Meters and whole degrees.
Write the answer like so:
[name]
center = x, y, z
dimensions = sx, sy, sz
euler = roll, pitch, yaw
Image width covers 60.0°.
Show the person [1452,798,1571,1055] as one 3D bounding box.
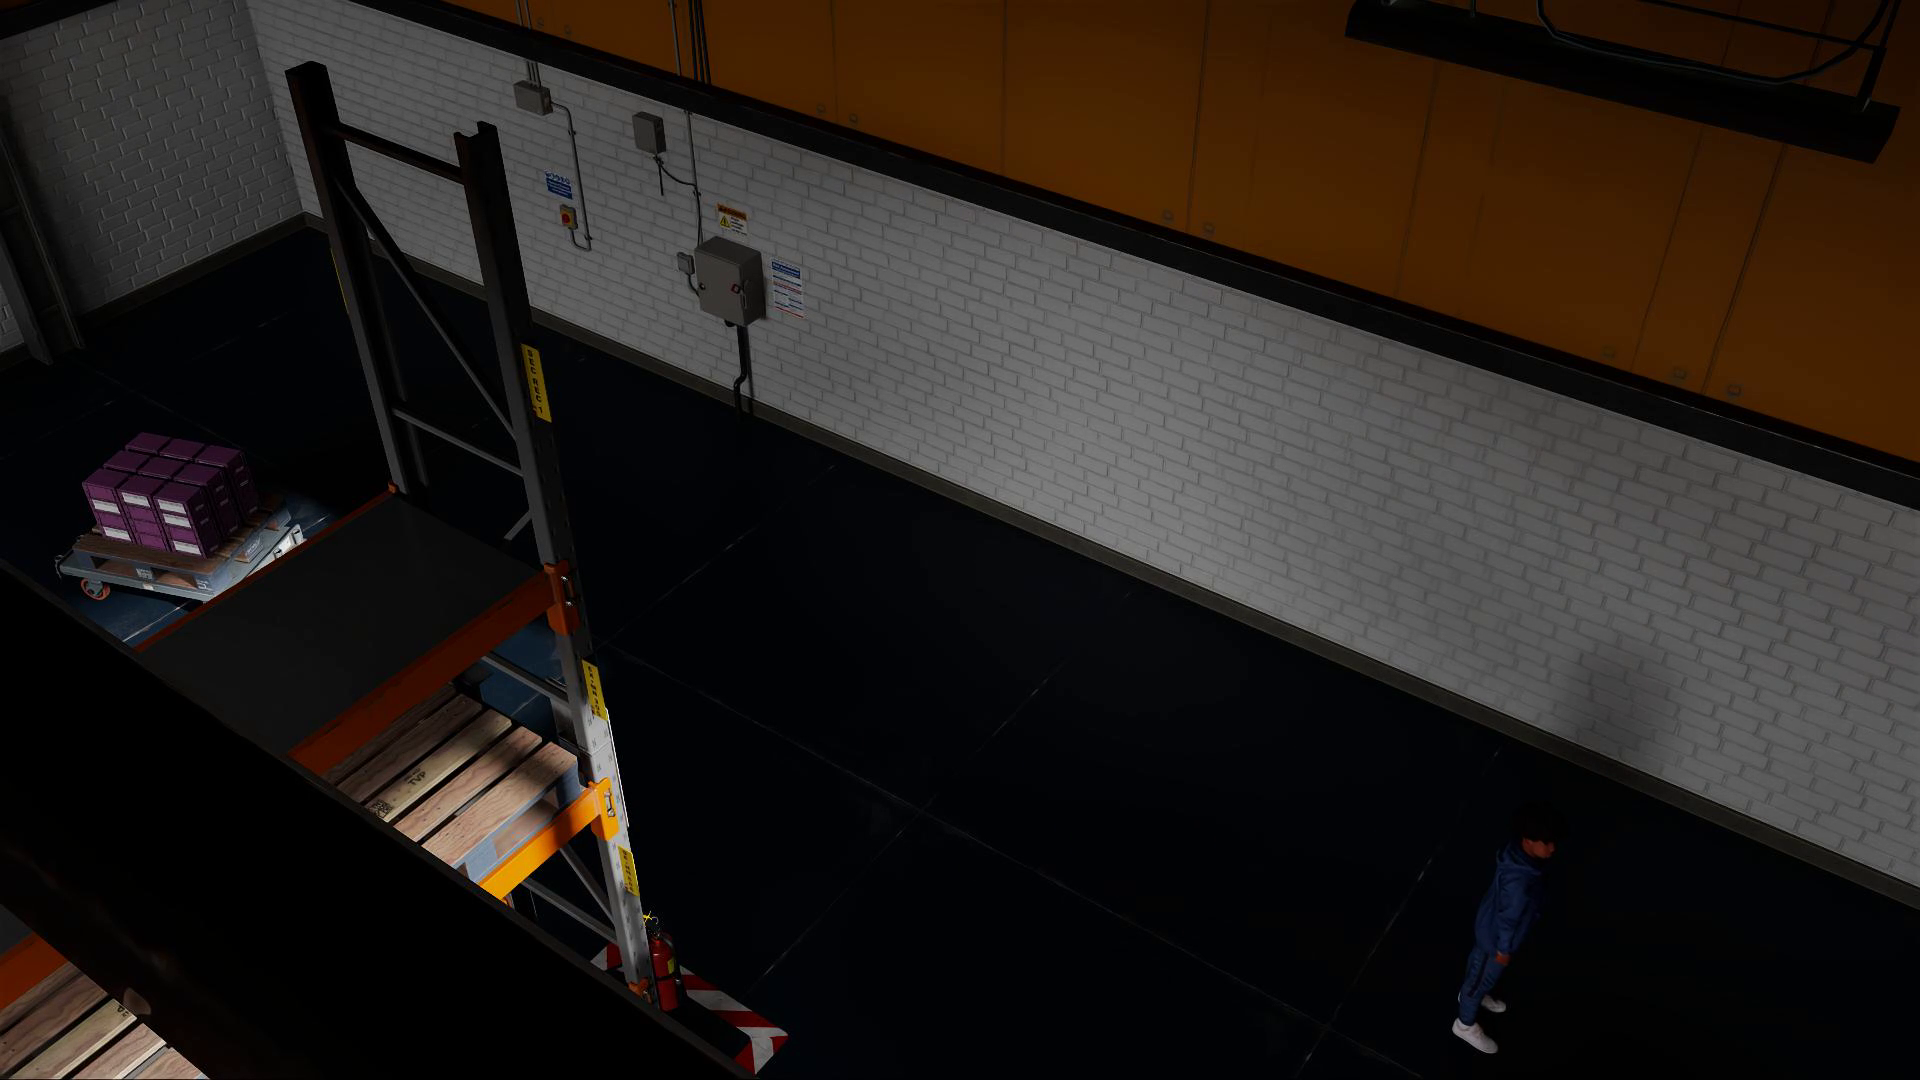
[person]
center = 3.080, 2.151, 9.413
dimensions = 0.761, 1.806, 0.545
euler = 17, 42, 20
